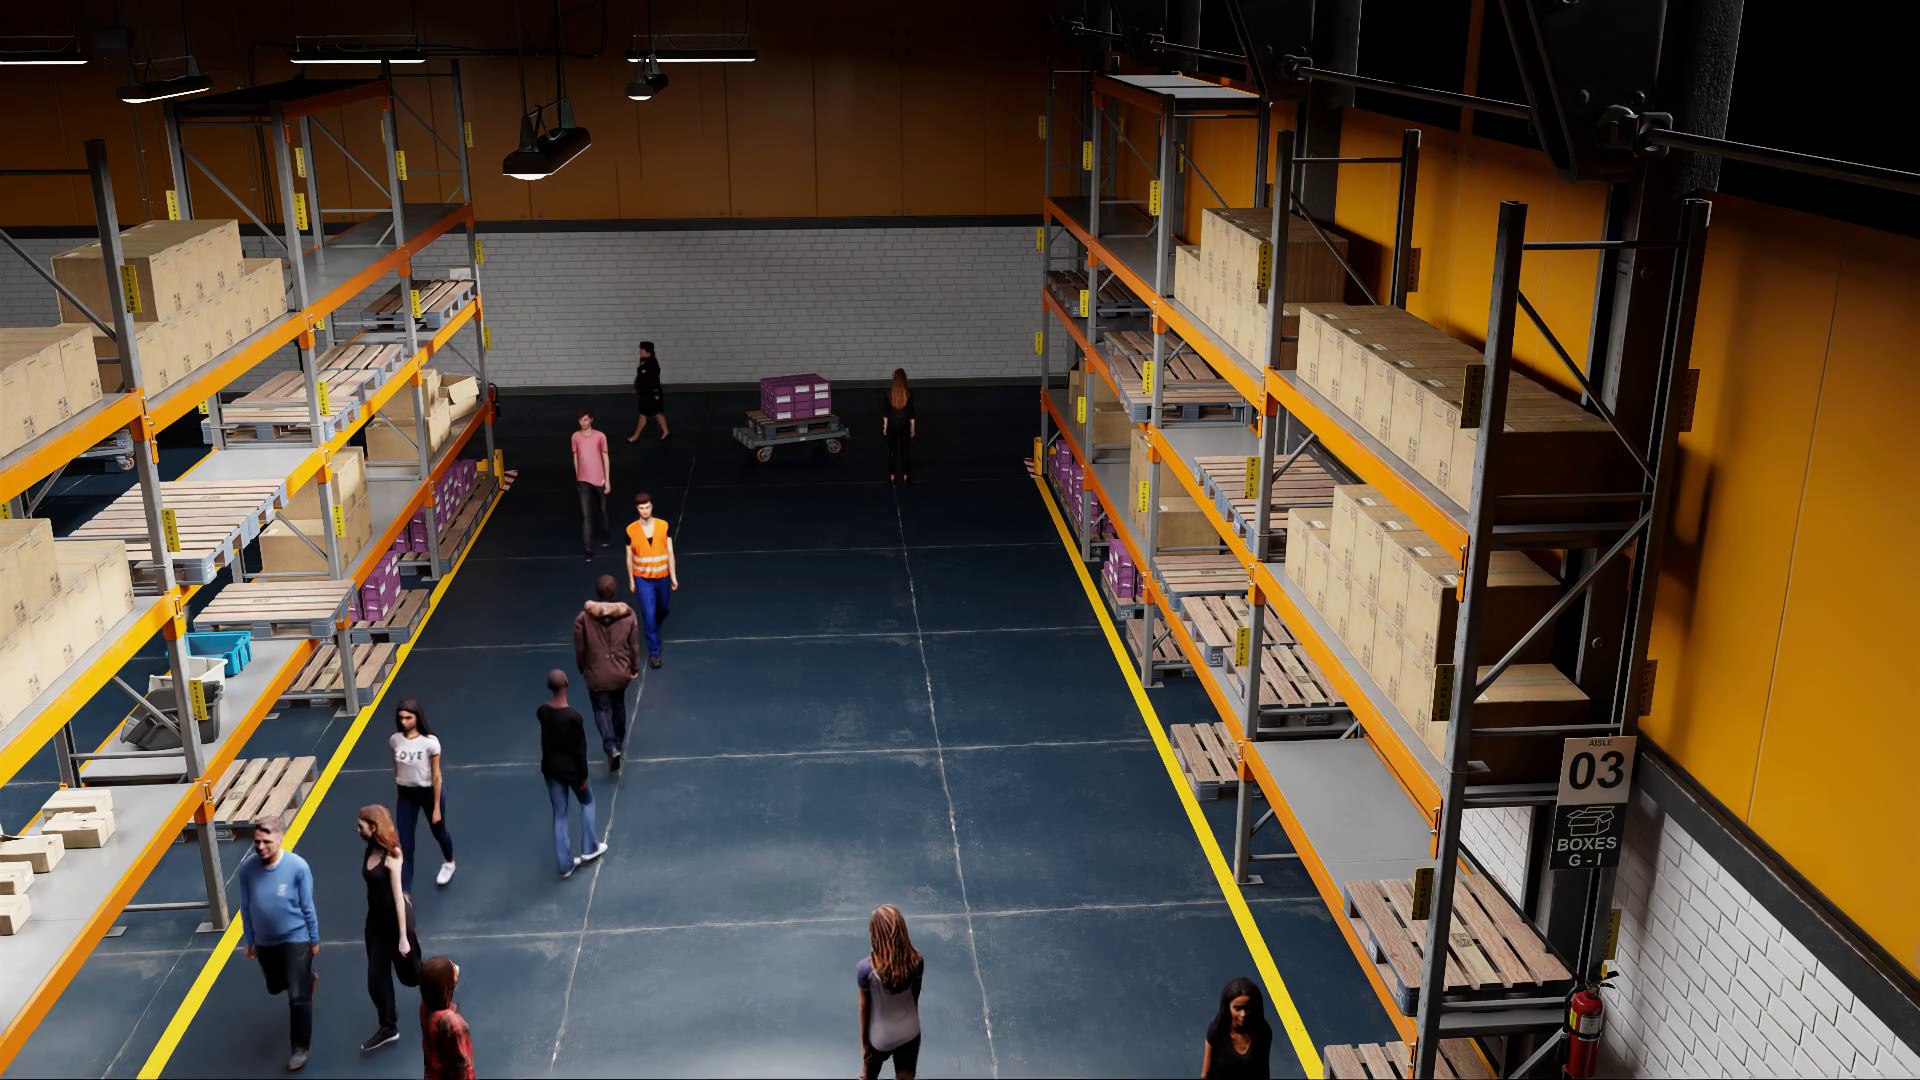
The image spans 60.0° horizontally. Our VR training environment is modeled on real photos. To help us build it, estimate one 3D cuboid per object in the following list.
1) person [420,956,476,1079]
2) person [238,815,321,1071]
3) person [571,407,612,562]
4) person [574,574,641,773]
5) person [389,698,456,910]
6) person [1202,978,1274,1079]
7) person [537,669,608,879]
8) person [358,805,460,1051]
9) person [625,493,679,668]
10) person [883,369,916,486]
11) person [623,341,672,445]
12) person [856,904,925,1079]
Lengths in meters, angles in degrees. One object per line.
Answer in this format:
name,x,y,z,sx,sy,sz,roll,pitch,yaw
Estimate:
person,-3.066,3.230,9.720,1.047,1.676,1.103,-14,23,-35
person,-4.551,2.641,11.274,0.725,1.800,1.007,1,19,2
person,-4.639,-0.758,21.187,0.634,1.915,1.205,-2,19,-6
person,-3.248,1.248,15.379,0.933,1.819,1.186,-7,20,-20
person,-4.212,2.043,13.172,0.769,1.722,1.201,3,19,8
person,1.561,3.260,9.531,0.568,1.739,0.530,-1,19,-3
person,-3.267,1.930,13.521,0.762,1.713,0.880,6,20,17
person,-3.846,2.620,11.483,1.031,1.706,1.160,10,21,27
person,-3.325,0.371,17.916,0.865,1.863,1.188,-6,20,-18
person,-0.889,-1.645,24.112,0.639,1.729,0.642,-1,19,-4
person,-4.799,-2.296,26.198,0.968,1.633,1.071,-8,20,-22
person,-0.379,3.077,10.151,0.756,1.691,1.049,-7,20,-19
